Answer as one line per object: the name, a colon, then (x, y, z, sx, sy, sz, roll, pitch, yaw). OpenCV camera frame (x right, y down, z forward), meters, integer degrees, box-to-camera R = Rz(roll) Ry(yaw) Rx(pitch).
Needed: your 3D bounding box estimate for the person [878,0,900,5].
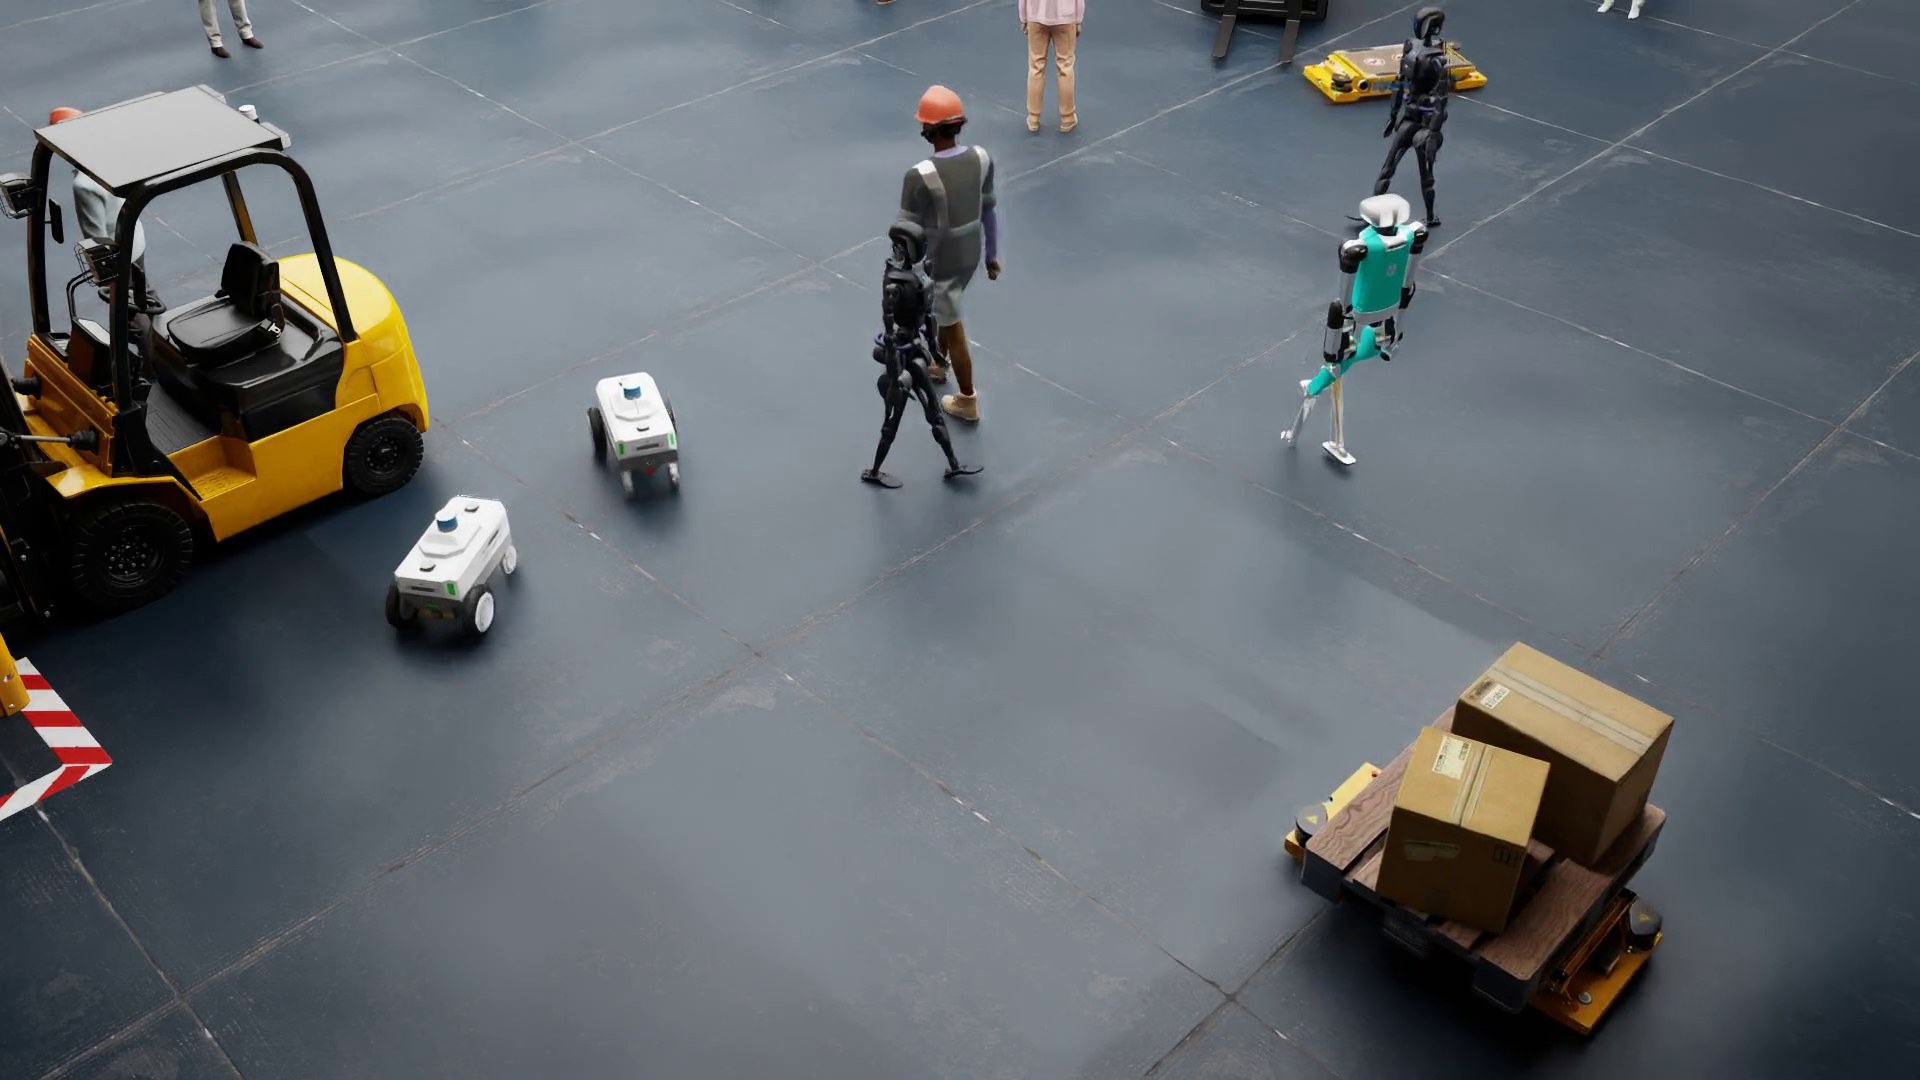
person: (-0.789, -6.064, 15.735, 0.620, 1.932, 0.377, 23, 43, 28)

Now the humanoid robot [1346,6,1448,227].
humanoid robot: (3.218, -2.952, 11.791, 0.713, 1.634, 0.602, -13, 39, -16)

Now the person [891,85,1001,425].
person: (-0.146, -1.691, 9.811, 0.903, 2.002, 0.620, 31, 46, 34)

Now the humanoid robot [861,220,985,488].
humanoid robot: (-0.229, -0.982, 9.148, 0.684, 1.634, 0.590, 14, 39, 18)

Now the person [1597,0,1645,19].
person: (6.345, -5.712, 15.504, 0.519, 1.632, 0.312, 23, 42, 27)

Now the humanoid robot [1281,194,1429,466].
humanoid robot: (2.132, -1.167, 9.415, 0.551, 1.887, 0.792, -16, 40, -21)

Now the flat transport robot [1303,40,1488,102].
flat transport robot: (3.784, -4.070, 14.445, 1.431, 0.231, 0.659, -9, 38, -12)

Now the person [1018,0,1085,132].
person: (0.725, -4.127, 13.258, 0.525, 1.780, 0.407, 6, 37, 8)

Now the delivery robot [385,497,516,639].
delivery robot: (-2.612, 0.118, 8.601, 0.499, 0.595, 0.797, 7, 37, 9)

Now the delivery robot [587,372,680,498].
delivery robot: (-1.877, -0.661, 9.646, 0.499, 0.598, 0.777, -12, 39, -16)

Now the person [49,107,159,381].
person: (-5.188, -1.805, 10.186, 0.350, 1.738, 0.572, -3, 37, -4)

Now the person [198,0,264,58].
person: (-6.604, -5.178, 14.674, 0.388, 1.776, 0.539, 29, 46, 33)

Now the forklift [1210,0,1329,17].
forklift: (3.106, -6.400, 15.960, 1.214, 2.155, 2.313, 8, 37, 10)

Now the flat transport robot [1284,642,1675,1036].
flat transport robot: (2.165, 1.450, 7.056, 1.431, 0.231, 0.659, 30, 46, 34)

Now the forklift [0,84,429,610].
forklift: (-4.145, -1.093, 8.856, 2.313, 2.155, 1.214, -31, 47, -34)
